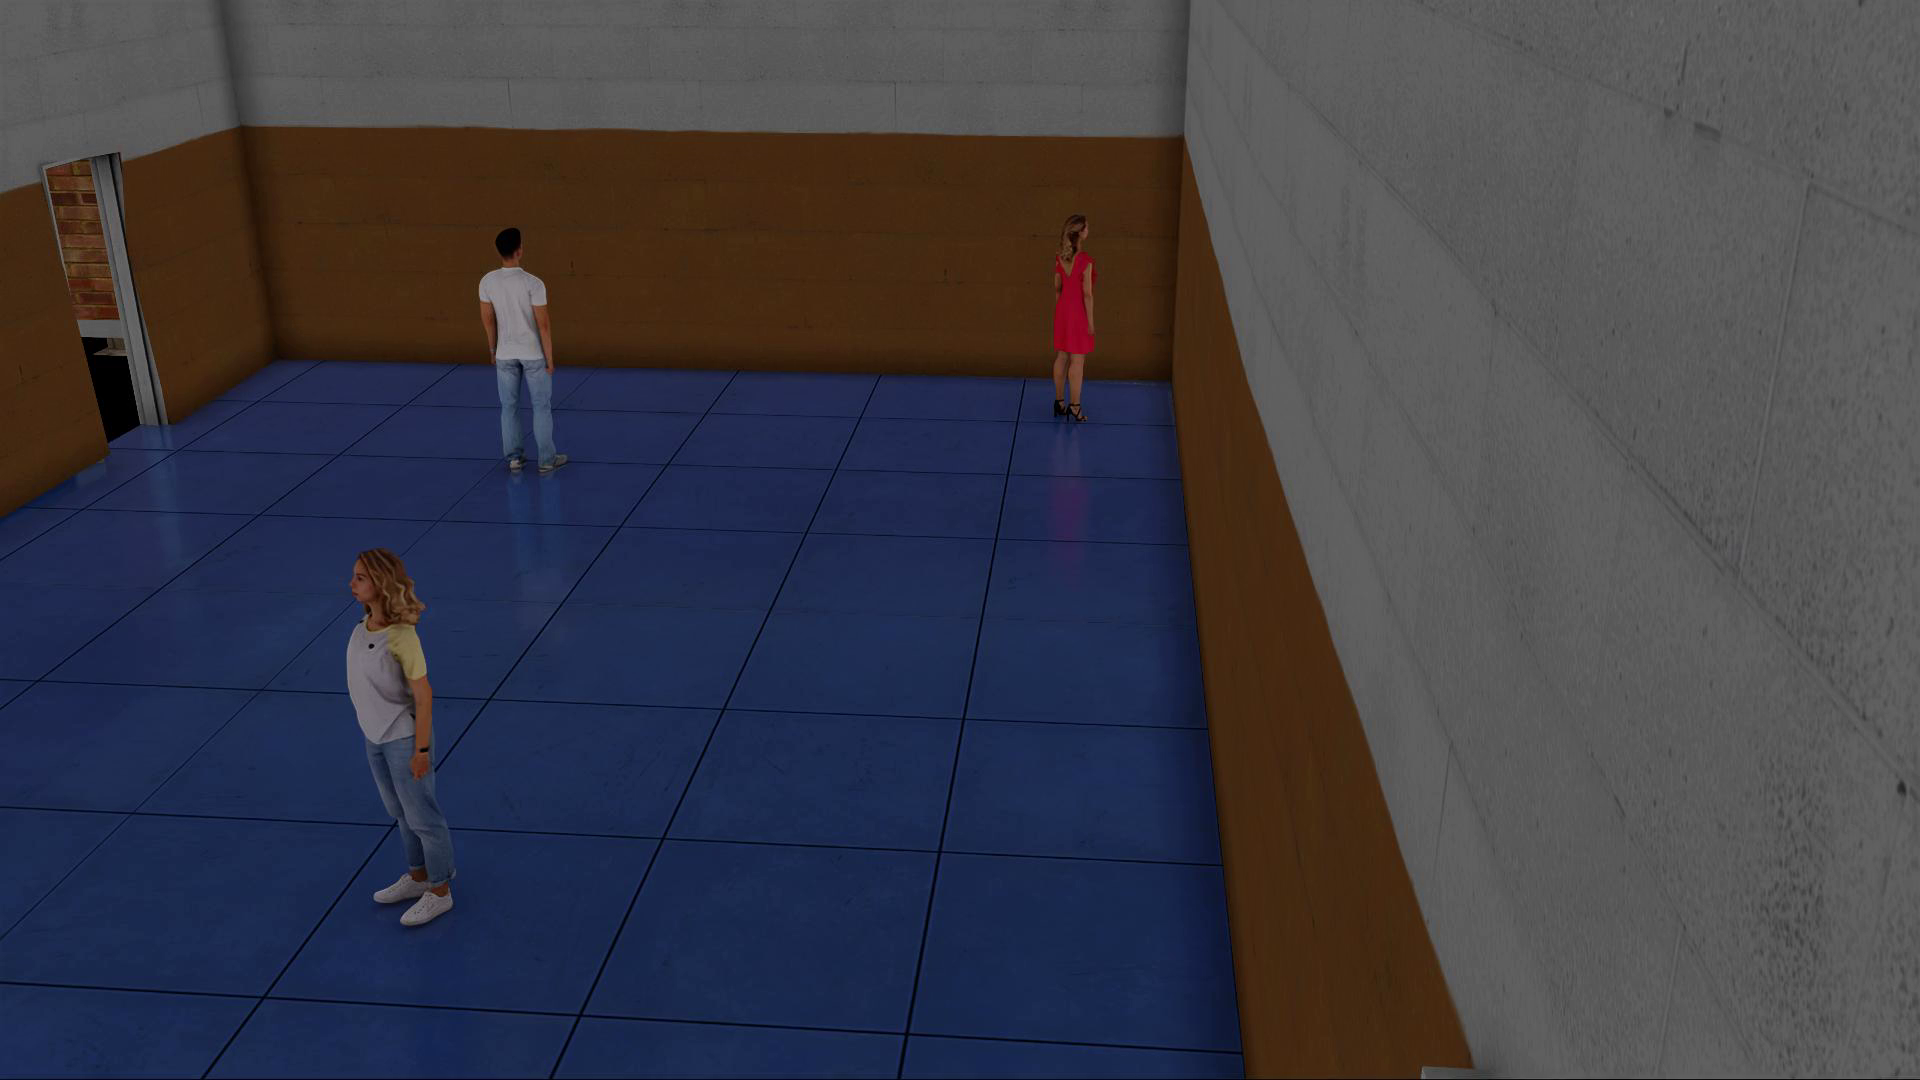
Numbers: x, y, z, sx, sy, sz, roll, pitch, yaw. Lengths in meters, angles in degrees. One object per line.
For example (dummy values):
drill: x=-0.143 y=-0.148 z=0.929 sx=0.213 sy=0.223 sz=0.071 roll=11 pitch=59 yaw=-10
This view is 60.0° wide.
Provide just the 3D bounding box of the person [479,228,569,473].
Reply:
person: x=-3.328 y=-1.429 z=12.597 sx=0.499 sy=1.864 sz=0.743 roll=3 pitch=22 yaw=8

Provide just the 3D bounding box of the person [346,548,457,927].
person: x=-2.394 y=0.836 z=7.128 sx=0.769 sy=1.723 sz=0.693 roll=-20 pitch=29 yaw=-40

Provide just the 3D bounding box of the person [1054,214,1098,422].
person: x=0.935 y=-1.852 z=13.832 sx=0.717 sy=1.728 sz=0.665 roll=-16 pitch=27 yaw=-34
